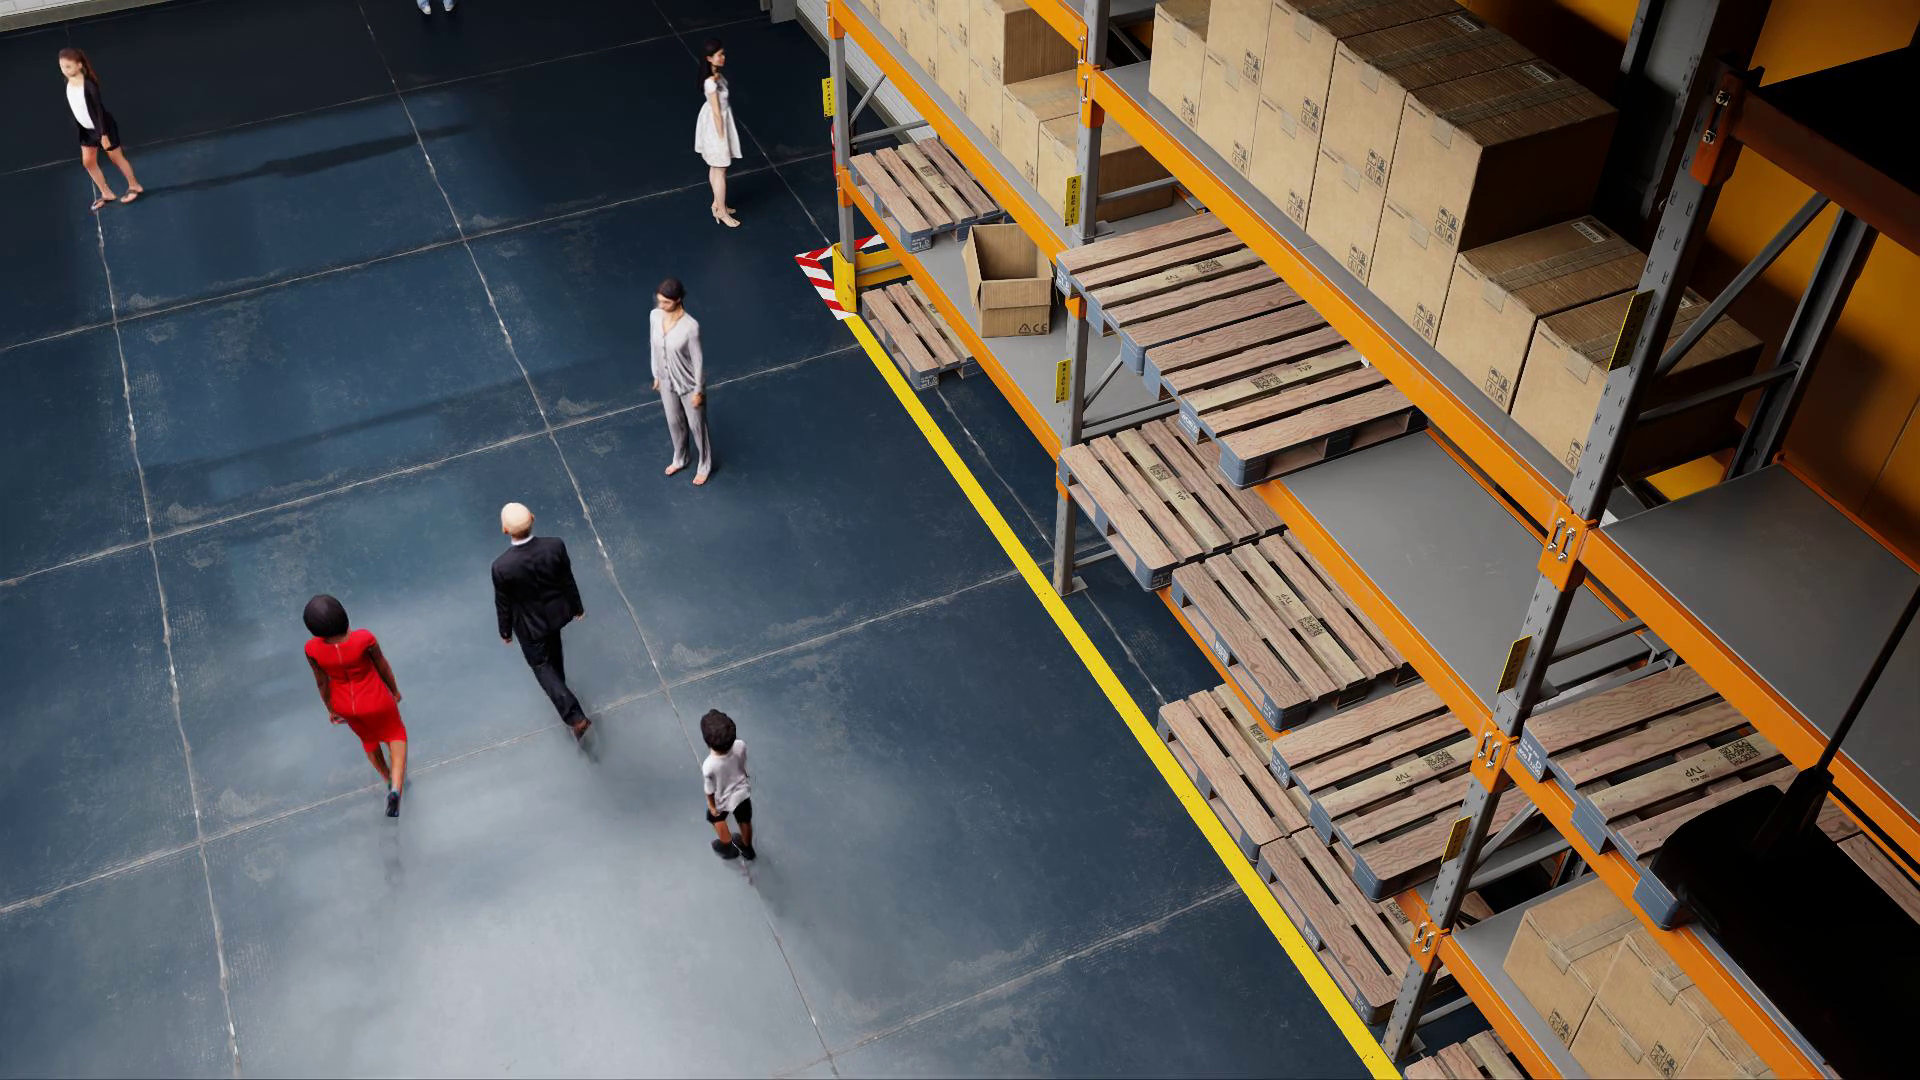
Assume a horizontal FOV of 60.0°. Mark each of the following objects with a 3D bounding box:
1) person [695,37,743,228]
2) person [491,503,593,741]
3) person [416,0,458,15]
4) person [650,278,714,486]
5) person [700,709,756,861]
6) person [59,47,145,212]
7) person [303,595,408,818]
[{"bbox_3d":[-2.147,-3.631,14.819,0.780,1.774,0.665,-7,44,-8],"label":"person"},{"bbox_3d":[-2.608,0.529,10.452,0.857,1.776,1.153,-27,50,-26],"label":"person"},{"bbox_3d":[-5.821,-6.578,17.846,0.713,1.866,0.632,-10,45,-11],"label":"person"},{"bbox_3d":[-2.053,-1.186,12.252,0.663,1.776,0.740,19,47,19],"label":"person"},{"bbox_3d":[-1.327,1.504,9.811,0.541,1.247,0.541,-29,51,-27],"label":"person"},{"bbox_3d":[-7.803,-3.797,15.162,0.776,1.542,0.830,15,46,15],"label":"person"},{"bbox_3d":[-3.565,1.036,9.952,0.703,1.730,0.875,-5,44,-5],"label":"person"}]
